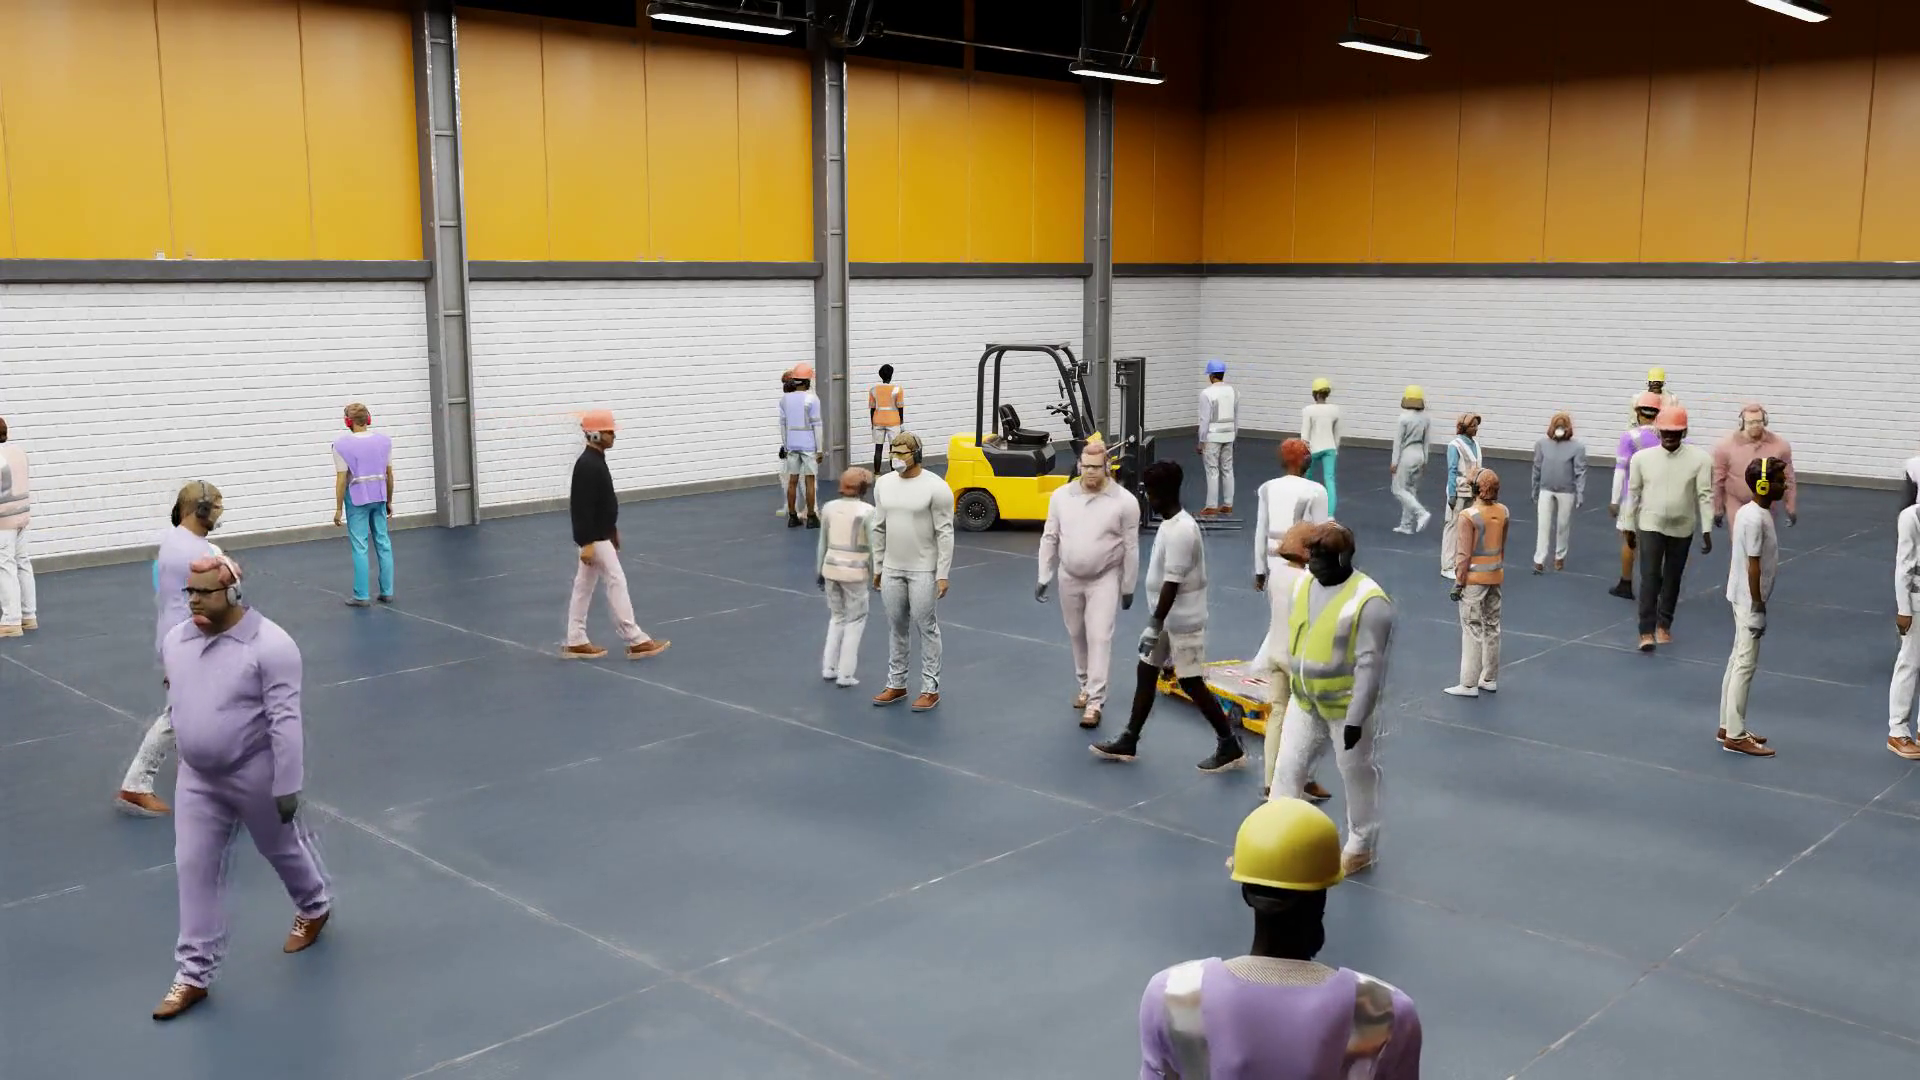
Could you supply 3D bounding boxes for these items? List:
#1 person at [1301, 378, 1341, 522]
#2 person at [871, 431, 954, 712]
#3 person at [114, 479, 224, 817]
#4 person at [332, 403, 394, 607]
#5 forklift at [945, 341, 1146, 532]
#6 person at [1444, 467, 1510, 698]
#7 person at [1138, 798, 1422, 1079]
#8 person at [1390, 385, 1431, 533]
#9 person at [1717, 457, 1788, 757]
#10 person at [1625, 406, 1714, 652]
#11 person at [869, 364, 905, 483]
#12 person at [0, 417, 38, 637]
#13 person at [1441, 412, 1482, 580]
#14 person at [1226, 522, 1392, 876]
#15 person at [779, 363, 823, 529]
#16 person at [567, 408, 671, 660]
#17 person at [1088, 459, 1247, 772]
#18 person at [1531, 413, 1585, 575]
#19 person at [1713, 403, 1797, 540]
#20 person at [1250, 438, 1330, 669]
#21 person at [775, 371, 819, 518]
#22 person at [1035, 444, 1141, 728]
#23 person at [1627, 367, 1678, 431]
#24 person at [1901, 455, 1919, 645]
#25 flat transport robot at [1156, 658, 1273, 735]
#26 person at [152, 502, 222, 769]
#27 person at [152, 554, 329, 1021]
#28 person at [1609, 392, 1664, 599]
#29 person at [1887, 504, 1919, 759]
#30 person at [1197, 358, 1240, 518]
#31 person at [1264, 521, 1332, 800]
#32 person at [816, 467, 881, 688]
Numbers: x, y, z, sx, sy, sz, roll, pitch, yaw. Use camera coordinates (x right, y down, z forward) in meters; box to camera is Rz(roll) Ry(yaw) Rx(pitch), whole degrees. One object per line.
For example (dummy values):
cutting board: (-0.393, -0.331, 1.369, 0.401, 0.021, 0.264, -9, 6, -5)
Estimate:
person: (4.311, -1.086, 20.034, 0.546, 1.714, 0.919, -2, 9, -13)
person: (-0.339, 0.210, 11.446, 0.635, 1.937, 0.354, 6, 11, 31)
person: (-4.275, 0.612, 9.203, 0.947, 1.885, 0.695, -3, 10, -19)
person: (-5.346, -0.311, 14.952, 0.385, 1.838, 0.563, 8, 12, 40)
forklift: (0.977, -1.223, 19.452, 2.313, 2.155, 1.214, 2, 9, 11)
person: (3.685, 0.301, 11.806, 0.515, 1.641, 0.309, -7, 12, -37)
person: (0.673, 1.499, 3.586, 0.591, 1.923, 0.381, 2, 9, 11)
person: (5.144, -0.899, 18.896, 0.503, 1.727, 0.553, -6, 11, -33)
person: (4.998, 0.407, 10.457, 0.328, 1.871, 0.521, 3, 10, 19)
person: (5.620, -0.082, 13.184, 0.634, 1.944, 0.976, 3, 10, 18)
person: (-1.035, -1.634, 23.518, 0.532, 1.694, 0.320, 3, 10, 18)
person: (-7.938, -0.120, 13.768, 0.429, 1.842, 0.629, 0, 9, -2)
person: (4.937, -0.435, 16.322, 0.522, 1.638, 0.311, -9, 13, -43)
person: (1.729, 0.817, 8.139, 0.902, 1.800, 0.650, -6, 11, -34)
person: (-1.836, -1.097, 19.468, 0.545, 1.938, 0.361, 4, 10, 25)
person: (-2.668, -0.041, 12.901, 0.905, 1.959, 0.647, -1, 9, -9)
person: (1.306, 0.465, 10.003, 0.910, 1.923, 0.614, 0, 9, -2)
person: (5.949, -0.461, 16.578, 0.522, 1.599, 0.704, 5, 10, 28)
person: (7.078, -0.315, 14.899, 0.670, 1.866, 0.914, 1, 9, 9)
person: (2.325, 0.189, 11.886, 0.958, 1.845, 0.587, -7, 12, -37)
person: (-2.029, -1.151, 20.202, 0.667, 1.804, 0.648, -1, 9, -9)
person: (0.854, 0.284, 11.236, 0.648, 1.880, 0.770, 4, 10, 23)
person: (8.651, -1.253, 20.777, 0.592, 1.824, 0.403, 2, 9, 10)
person: (7.669, -0.025, 12.974, 0.439, 1.907, 0.587, -7, 12, -37)
flat transport robot: (1.984, 1.047, 11.414, 0.652, 0.197, 1.431, -4, 10, -24)
person: (-4.601, 0.591, 9.957, 0.468, 1.705, 0.568, 2, 10, 13)
person: (-3.063, 0.965, 7.061, 0.654, 1.864, 1.005, 2, 9, 11)
person: (6.267, -0.399, 15.263, 0.628, 1.911, 0.542, -2, 9, -10)
person: (6.069, 0.417, 10.348, 0.575, 1.884, 0.355, -3, 10, -17)
person: (3.139, -1.242, 20.331, 0.615, 1.943, 0.409, -6, 11, -34)
person: (1.950, 0.691, 9.469, 0.493, 1.613, 0.519, -4, 10, -21)
person: (-0.803, 0.276, 12.088, 0.540, 1.620, 0.417, 6, 11, 34)
